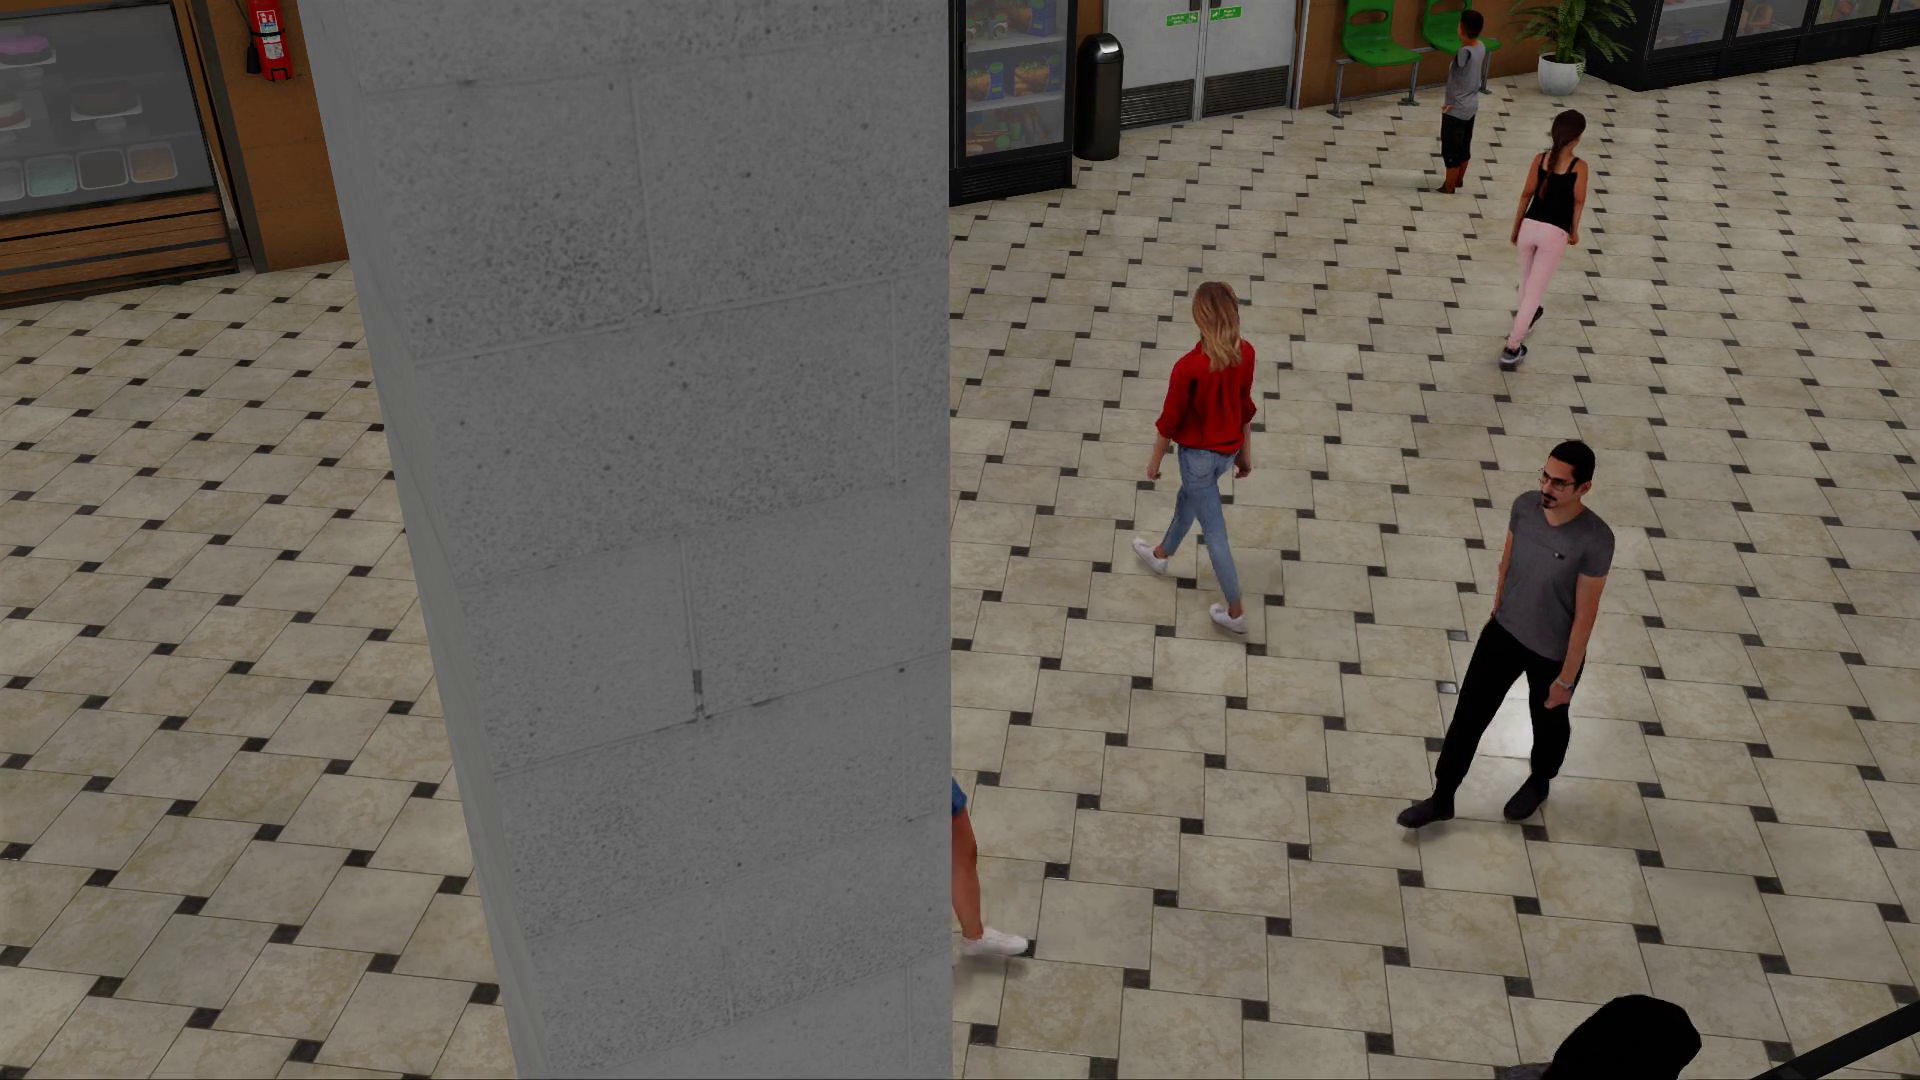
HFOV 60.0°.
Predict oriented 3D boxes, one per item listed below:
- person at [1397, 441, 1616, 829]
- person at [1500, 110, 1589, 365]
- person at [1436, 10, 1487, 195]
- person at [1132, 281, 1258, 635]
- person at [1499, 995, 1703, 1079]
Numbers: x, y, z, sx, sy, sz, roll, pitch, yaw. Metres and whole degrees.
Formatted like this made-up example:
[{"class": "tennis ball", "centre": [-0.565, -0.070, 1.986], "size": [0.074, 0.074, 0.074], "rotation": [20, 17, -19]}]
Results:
[{"class": "person", "centre": [2.300, 0.370, 6.483], "size": [0.848, 1.729, 0.967], "rotation": [-24, 39, -33]}, {"class": "person", "centre": [3.552, -1.823, 10.207], "size": [0.989, 1.519, 0.828], "rotation": [26, 41, 36]}, {"class": "person", "centre": [3.871, -3.406, 12.812], "size": [0.639, 1.454, 0.641], "rotation": [23, 39, 33]}, {"class": "person", "centre": [1.182, -0.327, 7.674], "size": [0.740, 1.655, 1.142], "rotation": [-19, 37, -27]}, {"class": "person", "centre": [1.382, 1.835, 4.115], "size": [0.830, 1.743, 0.871], "rotation": [18, 36, 26]}]
